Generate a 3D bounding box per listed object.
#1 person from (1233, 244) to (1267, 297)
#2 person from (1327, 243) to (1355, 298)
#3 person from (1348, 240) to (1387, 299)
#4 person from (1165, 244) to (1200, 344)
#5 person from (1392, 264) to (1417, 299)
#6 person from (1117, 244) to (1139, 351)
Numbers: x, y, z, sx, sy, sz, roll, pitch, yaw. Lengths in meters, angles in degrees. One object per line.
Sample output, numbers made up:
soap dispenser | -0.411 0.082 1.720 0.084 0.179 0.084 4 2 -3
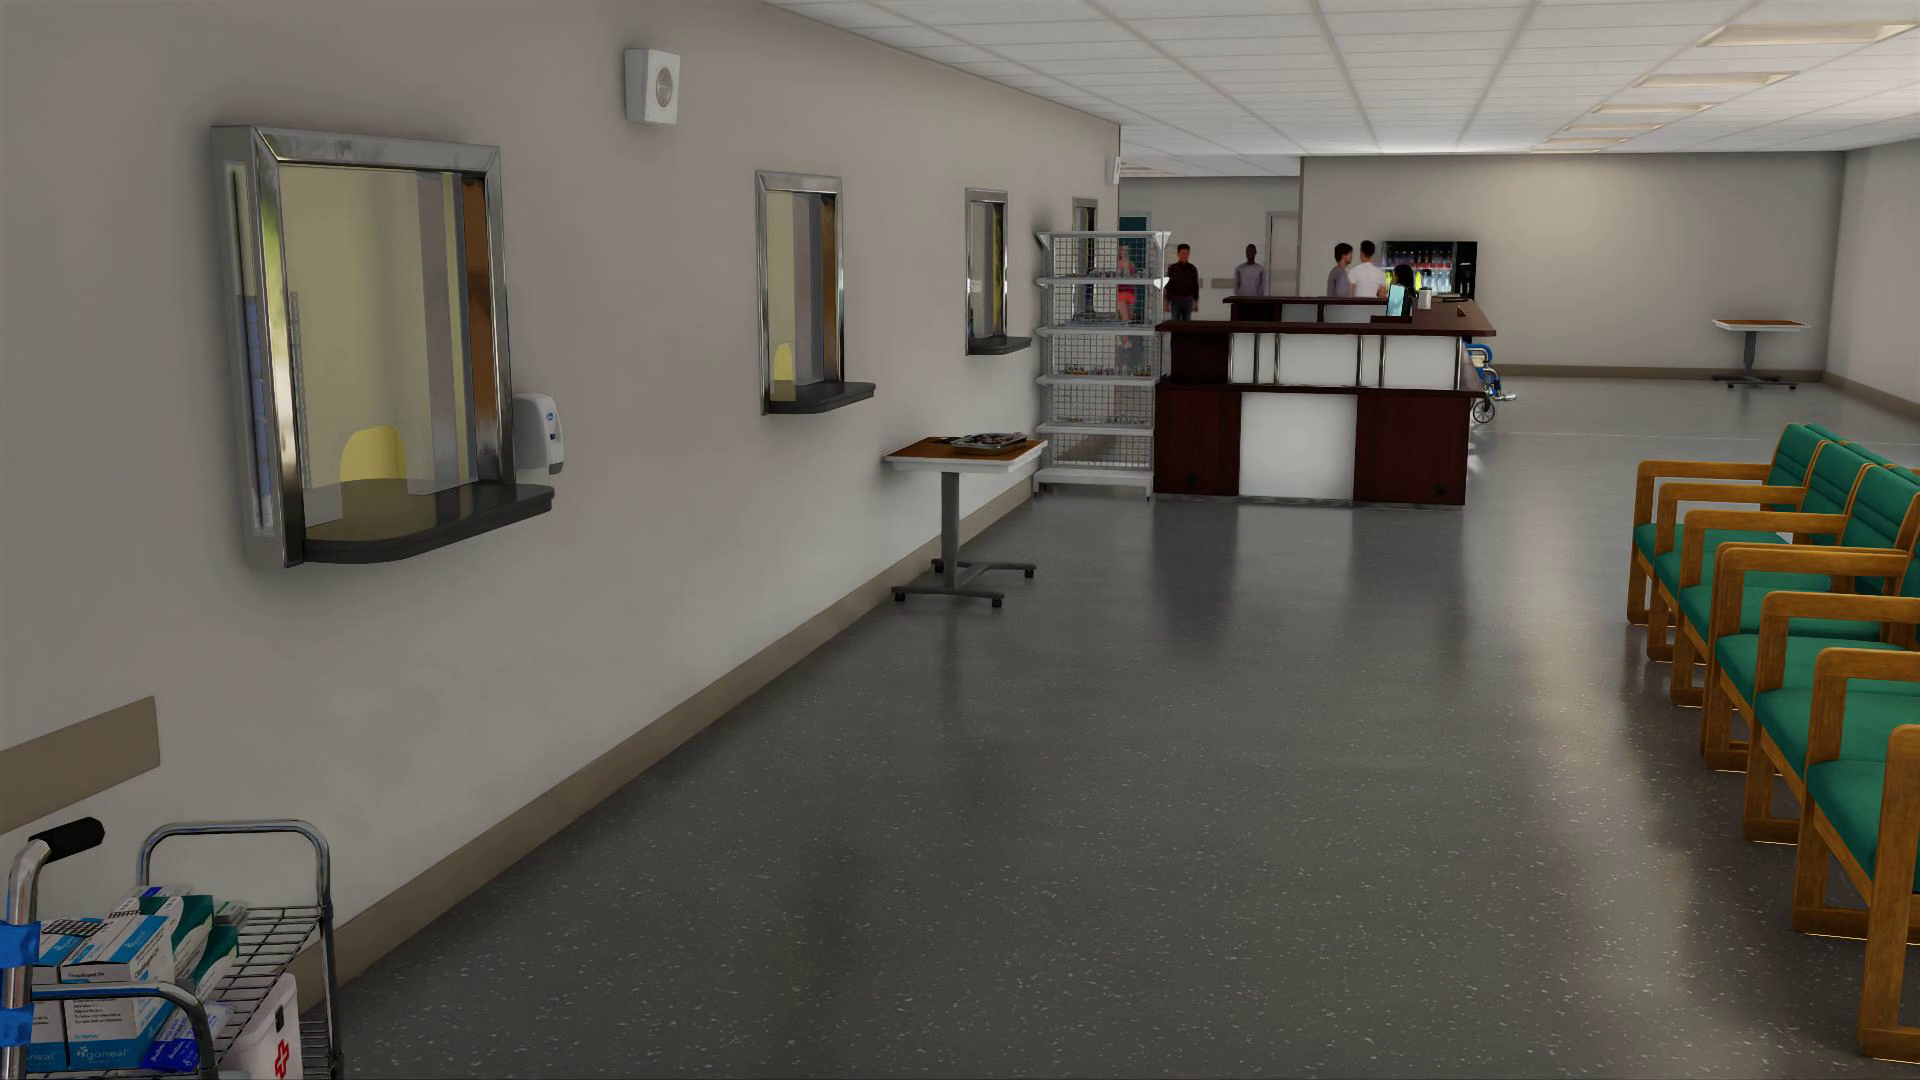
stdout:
person | 4.305 -3.507 24.782 0.686 1.755 0.668 3 11 16
person | 4.451 -2.622 19.912 0.888 1.833 0.769 0 11 2
person | 5.020 -2.748 20.610 1.200 1.820 1.139 -3 11 -16
person | 3.320 -3.558 25.063 1.107 1.751 0.946 0 11 -2
person | 5.007 -2.245 18.509 0.661 1.615 0.684 6 12 29
person | 2.726 -4.017 27.547 1.050 1.728 0.992 -3 11 -17
